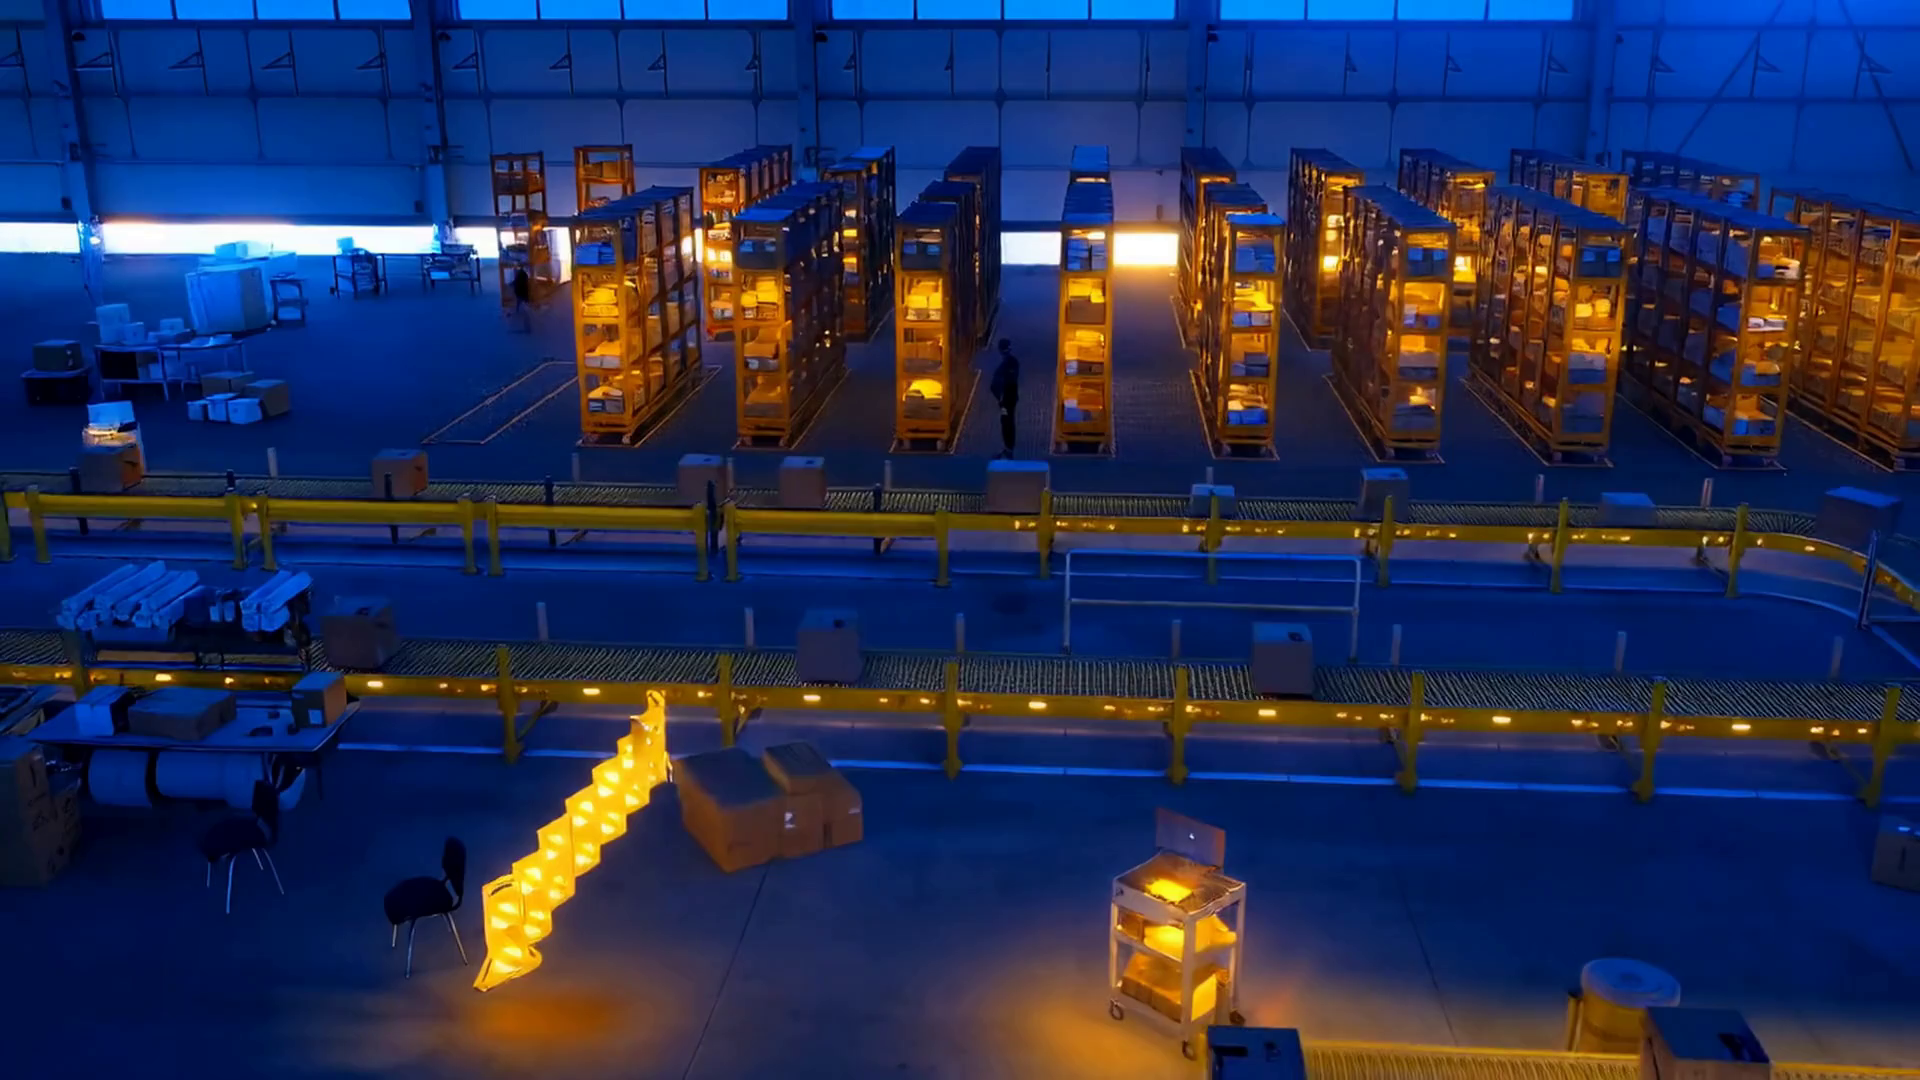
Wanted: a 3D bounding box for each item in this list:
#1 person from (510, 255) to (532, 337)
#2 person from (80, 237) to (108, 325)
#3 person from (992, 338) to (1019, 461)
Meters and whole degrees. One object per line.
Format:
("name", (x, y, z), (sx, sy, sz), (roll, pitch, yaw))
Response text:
("person", (-9.258, -5.129, 34.988), (0.399, 1.733, 0.586), (-10, 20, -29))
("person", (-19.013, -5.686, 36.475), (0.408, 1.913, 0.644), (1, 18, 4))
("person", (0.681, -2.094, 25.085), (0.408, 1.908, 0.644), (1, 18, 4))
